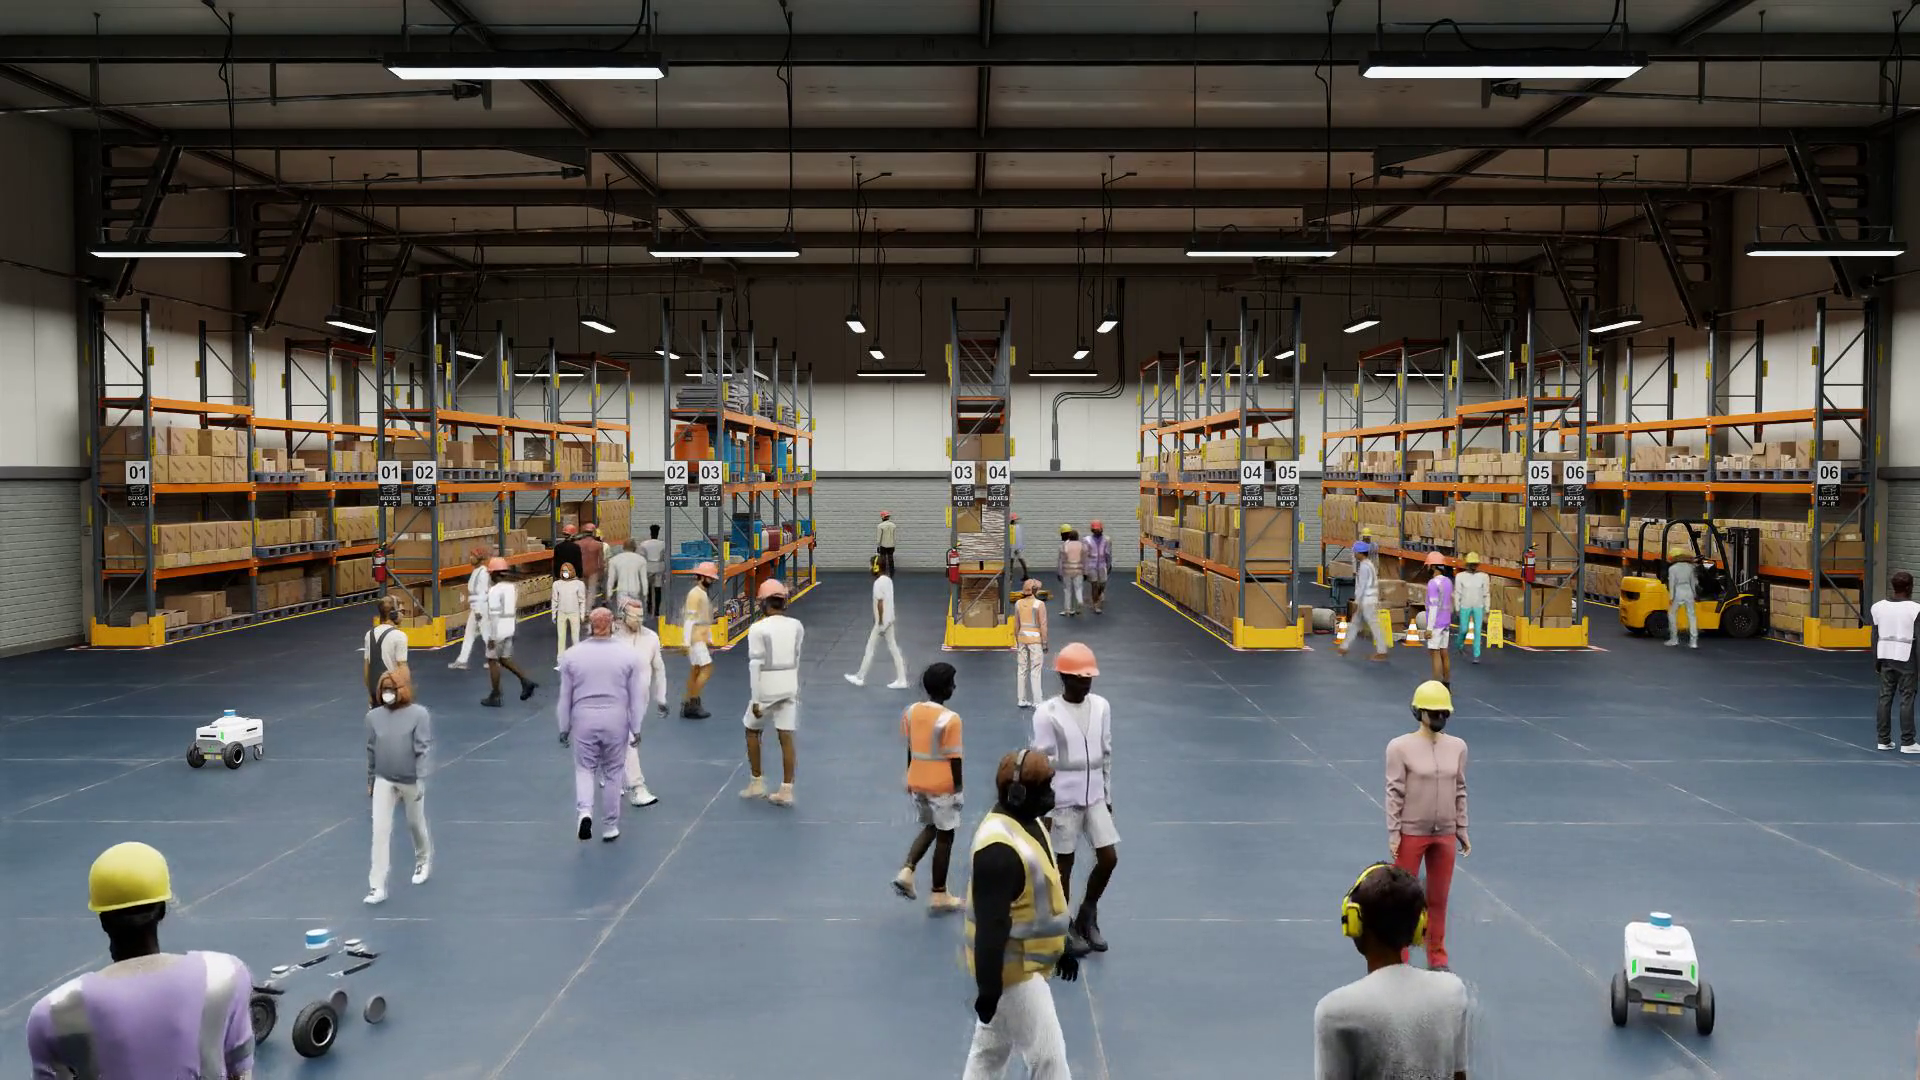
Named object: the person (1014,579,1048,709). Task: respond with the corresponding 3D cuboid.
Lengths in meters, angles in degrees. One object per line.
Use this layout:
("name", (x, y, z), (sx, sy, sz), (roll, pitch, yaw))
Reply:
("person", (0.902, 1.310, 20.401), (0.513, 1.639, 0.311), (2, 3, 43))

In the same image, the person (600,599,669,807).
("person", (-3.011, 1.446, 14.575), (0.989, 1.852, 0.644), (2, 3, 43))

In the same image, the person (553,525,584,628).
("person", (-7.570, 0.702, 31.267), (0.614, 1.993, 0.395), (1, 2, 21))

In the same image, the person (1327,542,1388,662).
("person", (6.343, 0.976, 25.654), (0.993, 1.887, 0.632), (1, 2, 18))

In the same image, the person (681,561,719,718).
("person", (-3.155, 1.212, 19.630), (0.493, 1.907, 0.549), (0, 2, -4))

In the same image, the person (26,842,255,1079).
("person", (-2.279, 1.813, 4.545), (0.589, 1.903, 0.757), (-2, 3, -34))

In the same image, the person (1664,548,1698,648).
("person", (12.417, 0.991, 27.738), (0.613, 1.688, 0.682), (0, 2, -8))

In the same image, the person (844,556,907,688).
("person", (-1.131, 1.138, 22.425), (0.951, 1.824, 0.509), (1, 3, 27))

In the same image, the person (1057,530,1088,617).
("person", (2.353, 0.695, 33.695), (0.642, 1.826, 0.504), (0, 2, -4))

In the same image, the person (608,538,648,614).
("person", (-5.700, 0.903, 27.739), (0.667, 1.891, 1.016), (-1, 2, -17))

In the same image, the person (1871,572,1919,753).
("person", (10.027, 1.298, 17.242), (0.390, 1.919, 0.591), (-1, 3, -29))

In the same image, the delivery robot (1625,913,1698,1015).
("delivery robot", (3.815, 2.279, 8.797), (0.477, 0.478, 0.707), (1, 2, 21))

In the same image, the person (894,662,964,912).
("person", (-0.174, 1.662, 10.905), (0.400, 1.681, 0.549), (-2, 3, -42))

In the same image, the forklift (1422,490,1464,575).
("forklift", (13.926, -0.371, 47.846), (1.873, 2.768, 1.129), (0, 2, 0))

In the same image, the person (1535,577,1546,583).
("person", (11.755, 0.678, 33.212), (0.659, 1.885, 0.997), (0, 2, 0))

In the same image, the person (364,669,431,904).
("person", (-3.955, 1.692, 11.402), (0.492, 1.588, 0.861), (0, 2, 1))

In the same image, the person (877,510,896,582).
("person", (-2.059, 0.166, 44.905), (0.615, 1.987, 0.406), (-2, 3, -38))

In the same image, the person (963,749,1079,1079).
("person", (0.364, 1.774, 6.706), (0.894, 1.807, 0.628), (0, 2, 9))

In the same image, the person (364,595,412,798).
("person", (-5.243, 1.430, 14.828), (0.514, 1.842, 0.324), (1, 3, 28))

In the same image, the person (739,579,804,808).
("person", (-1.710, 1.359, 14.512), (0.613, 2.013, 0.737), (-2, 3, -41))

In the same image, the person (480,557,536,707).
("person", (-5.804, 1.168, 20.595), (0.638, 1.919, 0.545), (1, 2, 17))

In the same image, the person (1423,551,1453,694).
("person", (6.338, 1.118, 21.526), (0.373, 1.934, 0.551), (2, 3, 40))

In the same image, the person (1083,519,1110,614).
("person", (2.915, 0.560, 34.637), (0.613, 2.015, 0.613), (0, 2, -11))

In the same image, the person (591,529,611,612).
("person", (-7.900, 0.643, 35.281), (0.603, 1.796, 0.898), (0, 2, 1))

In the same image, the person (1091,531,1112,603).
("person", (3.165, 0.556, 37.149), (0.651, 1.816, 0.708), (0, 2, 6))

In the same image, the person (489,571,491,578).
("person", (-10.924, 0.554, 36.907), (0.567, 1.840, 0.375), (0, 2, 4))

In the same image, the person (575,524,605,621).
("person", (-7.553, 0.648, 32.968), (0.622, 1.958, 0.832), (0, 2, 5))

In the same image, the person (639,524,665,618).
("person", (-6.359, 0.640, 33.589), (0.628, 1.928, 0.882), (0, 2, -12))

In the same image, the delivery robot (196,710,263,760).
("delivery robot", (-7.444, 1.975, 16.464), (0.477, 0.478, 0.707), (0, 2, 11))

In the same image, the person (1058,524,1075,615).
("person", (2.258, 0.624, 34.097), (0.382, 1.924, 0.594), (1, 2, 14))

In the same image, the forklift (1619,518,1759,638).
("forklift", (13.417, 0.684, 29.791), (2.313, 2.155, 1.214), (0, 2, 0))

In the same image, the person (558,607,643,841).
("person", (-2.868, 1.485, 12.900), (0.668, 1.889, 0.558), (0, 2, -6))

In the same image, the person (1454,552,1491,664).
("person", (8.051, 1.055, 25.385), (0.540, 1.754, 0.506), (0, 2, 11))

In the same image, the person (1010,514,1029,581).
("person", (1.490, 0.213, 45.003), (0.966, 1.872, 0.642), (0, 2, 6))

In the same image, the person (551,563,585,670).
("person", (-5.923, 1.153, 24.411), (0.507, 1.631, 0.265), (0, 2, -1))

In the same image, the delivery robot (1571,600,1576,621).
("delivery robot", (12.065, 1.359, 31.974), (0.477, 0.478, 0.707), (0, 2, 11))

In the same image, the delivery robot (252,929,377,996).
("delivery robot", (-3.373, 2.165, 8.463), (0.335, 0.223, 0.698), (1, 2, 22))

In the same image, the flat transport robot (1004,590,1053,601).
("flat transport robot", (1.603, 1.307, 37.971), (0.652, 0.197, 1.431), (1, 3, 27))

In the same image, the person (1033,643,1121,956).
("person", (0.728, 1.587, 9.874), (0.585, 1.921, 0.473), (-1, 3, -27))

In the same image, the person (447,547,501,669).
("person", (-7.351, 1.040, 24.573), (0.814, 1.855, 0.600), (-1, 3, -33))

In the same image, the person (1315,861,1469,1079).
("person", (1.182, 1.840, 4.512), (0.642, 1.846, 0.426), (-1, 2, -23))

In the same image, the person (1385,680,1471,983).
("person", (2.696, 1.688, 9.292), (0.524, 1.770, 0.314), (-1, 2, -15))

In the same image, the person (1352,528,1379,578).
("person", (8.756, 0.644, 34.809), (0.603, 1.827, 0.404), (0, 2, -6))
